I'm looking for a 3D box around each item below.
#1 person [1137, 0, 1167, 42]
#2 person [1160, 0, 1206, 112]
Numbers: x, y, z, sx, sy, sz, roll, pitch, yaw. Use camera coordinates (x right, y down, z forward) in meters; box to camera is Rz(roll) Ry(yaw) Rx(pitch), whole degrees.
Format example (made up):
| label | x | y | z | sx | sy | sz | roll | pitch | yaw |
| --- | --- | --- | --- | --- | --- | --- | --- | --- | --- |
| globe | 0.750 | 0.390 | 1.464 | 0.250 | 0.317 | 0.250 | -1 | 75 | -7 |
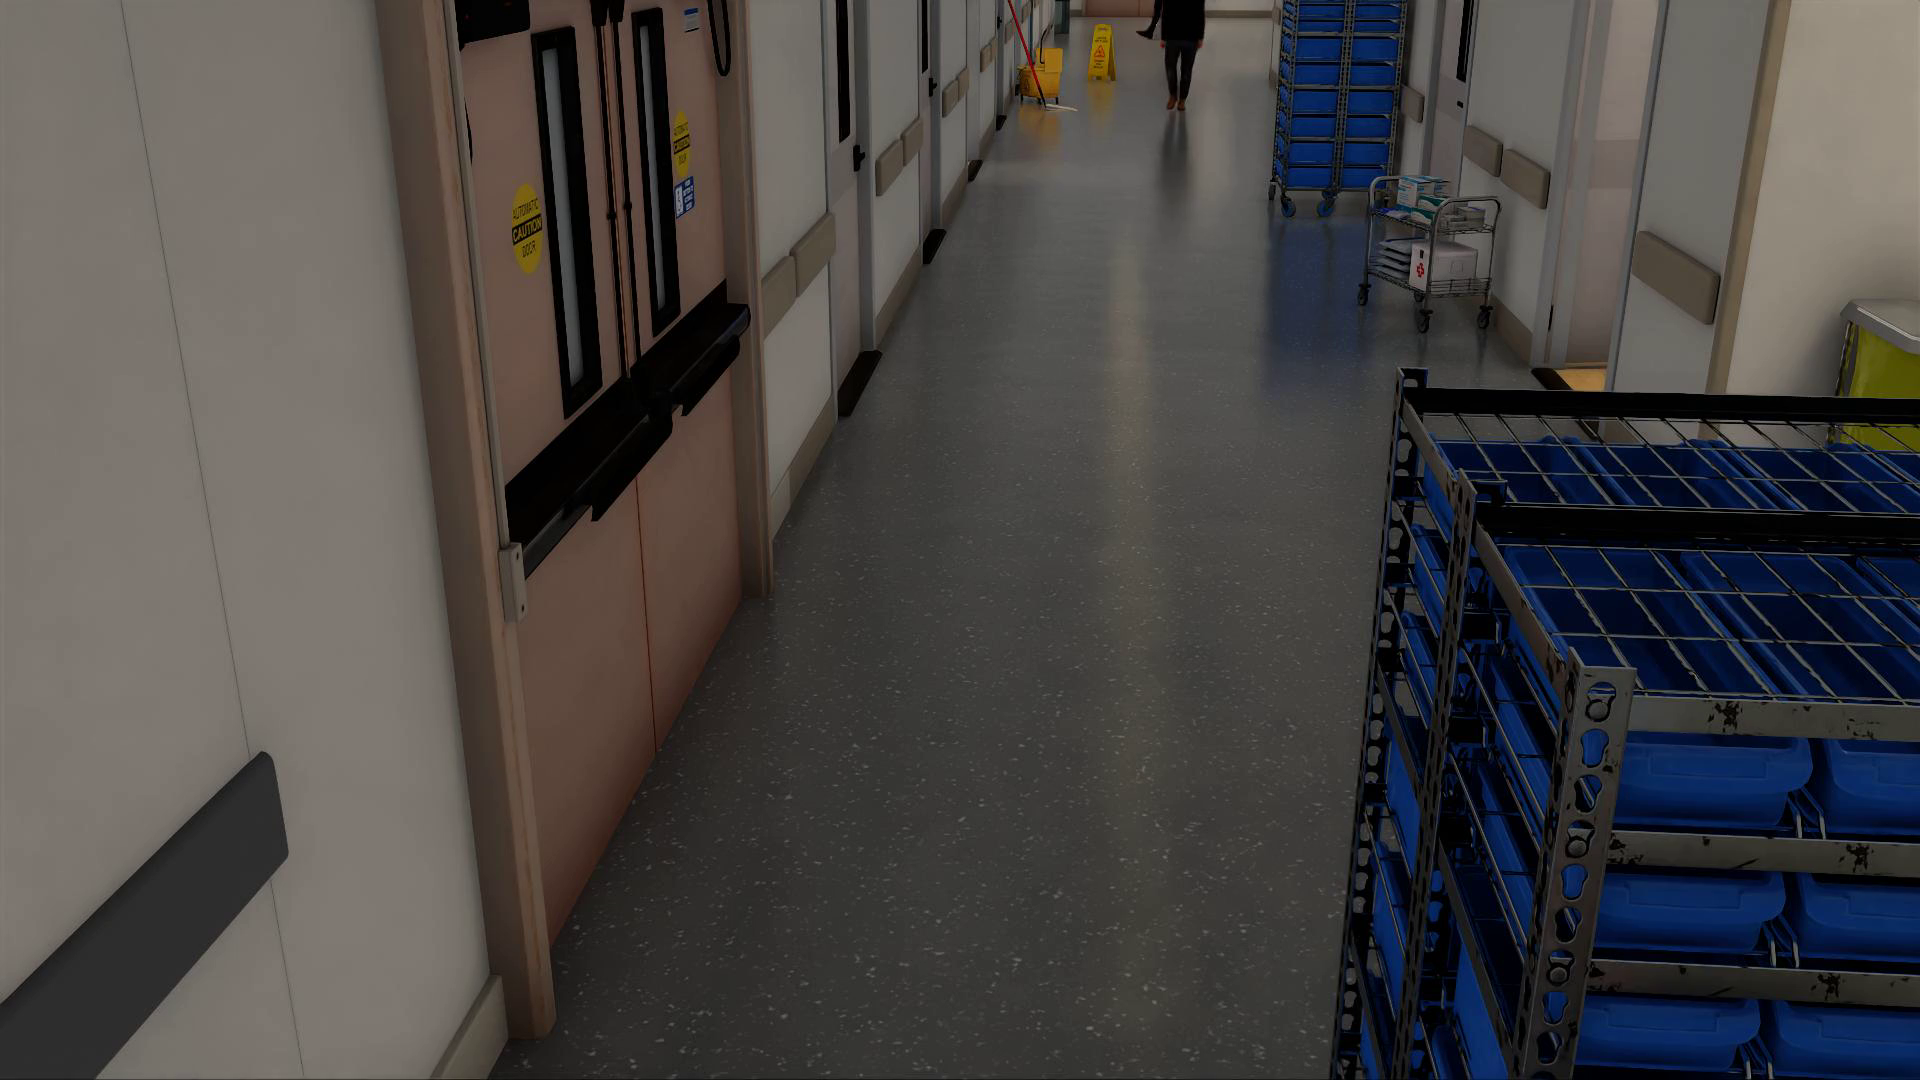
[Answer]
| label | x | y | z | sx | sy | sz | roll | pitch | yaw |
| --- | --- | --- | --- | --- | --- | --- | --- | --- | --- |
| person | 3.795 | -9.942 | 29.950 | 0.922 | 1.870 | 1.083 | 7 | 22 | 18 |
| person | 2.632 | -5.964 | 19.662 | 0.685 | 1.717 | 0.599 | 4 | 21 | 10 |
